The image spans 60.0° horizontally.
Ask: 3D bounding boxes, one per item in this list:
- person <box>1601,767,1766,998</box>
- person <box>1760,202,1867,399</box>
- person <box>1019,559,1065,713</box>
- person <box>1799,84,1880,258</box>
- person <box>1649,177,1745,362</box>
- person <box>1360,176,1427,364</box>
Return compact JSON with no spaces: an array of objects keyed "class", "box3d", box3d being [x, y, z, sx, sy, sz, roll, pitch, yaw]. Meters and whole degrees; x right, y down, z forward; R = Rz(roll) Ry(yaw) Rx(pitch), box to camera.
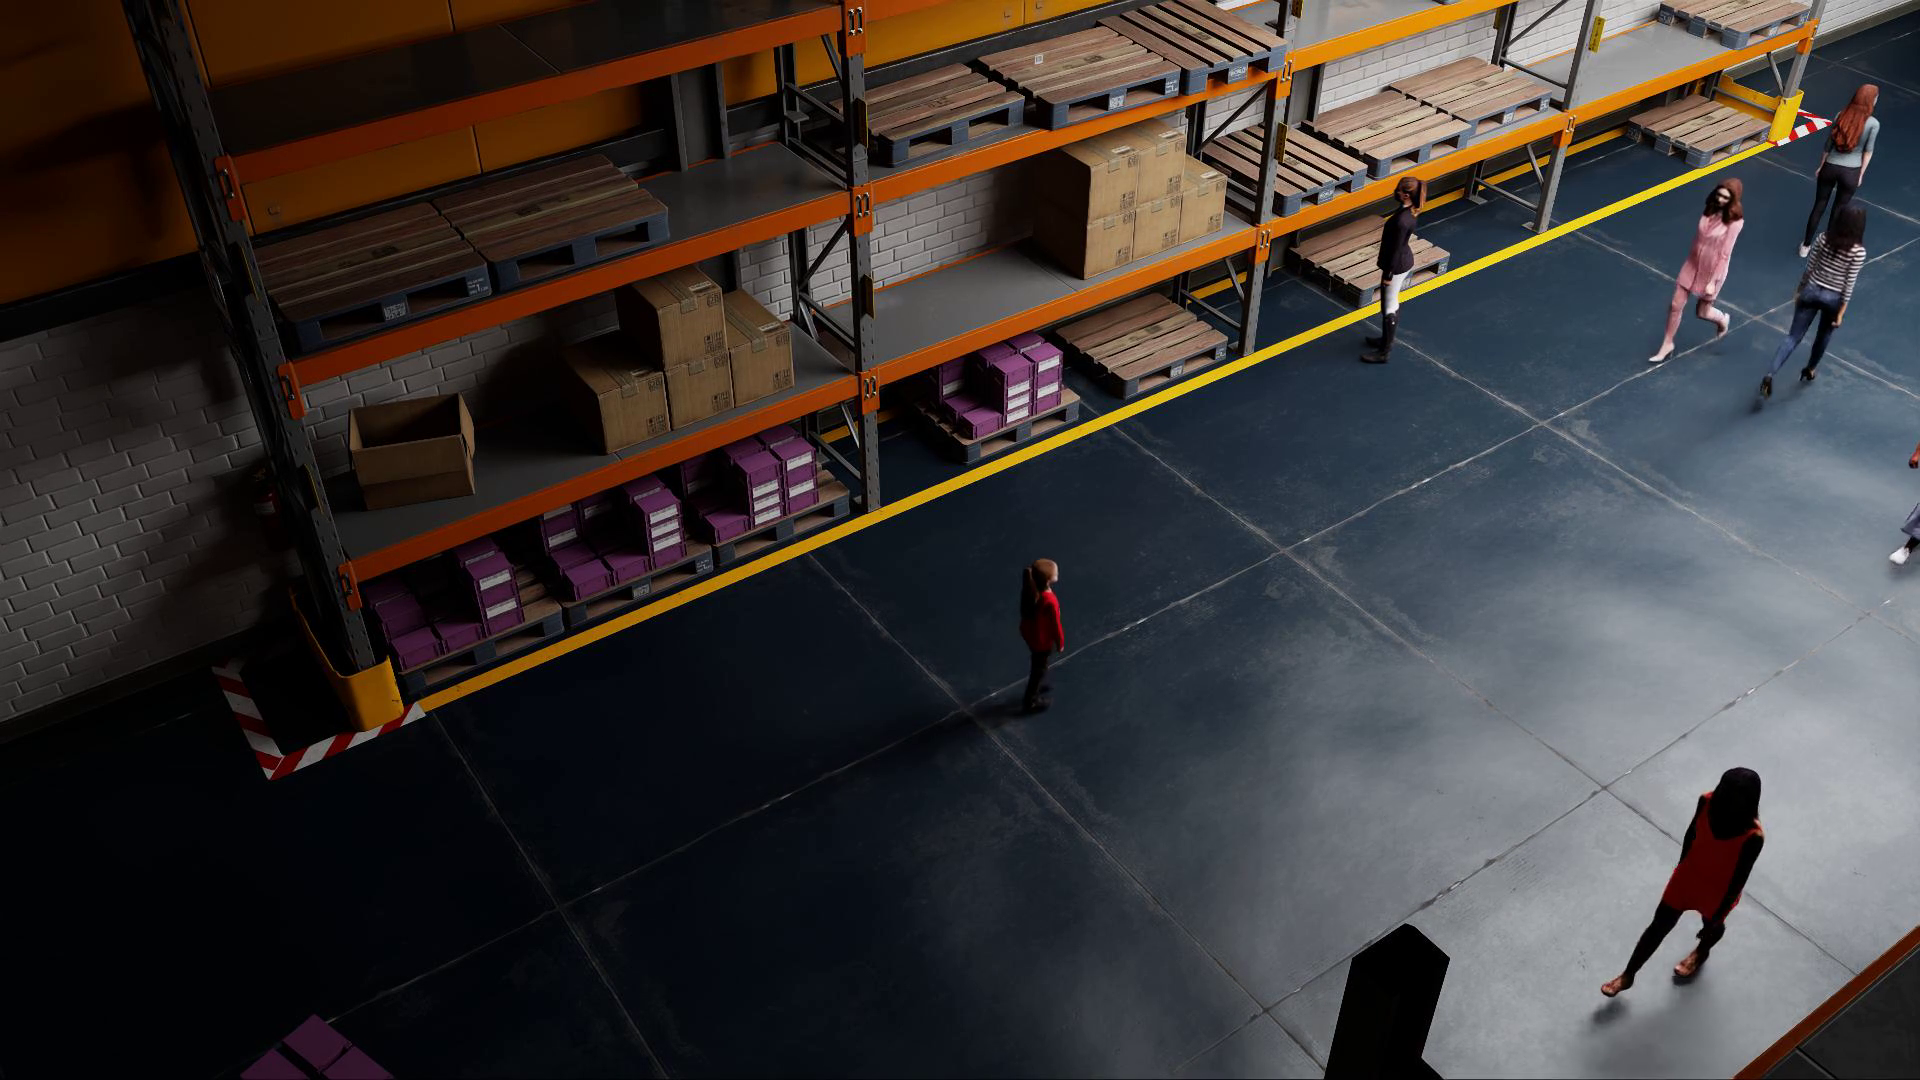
[{"class":"person","box3d":[4.200,1.861,9.196,1.005,1.682,0.594,-25,45,-28]},{"class":"person","box3d":[7.119,-1.936,13.897,1.145,1.747,0.684,-28,47,-31]},{"class":"person","box3d":[0.479,0.649,11.040,0.549,1.274,0.531,-18,42,-21]},{"class":"person","box3d":[8.388,-3.495,15.853,0.622,1.742,0.610,28,47,31]},{"class":"person","box3d":[6.502,-2.312,14.353,1.058,1.767,0.694,-16,41,-19]},{"class":"person","box3d":[3.772,-2.350,14.431,0.713,1.729,0.634,12,40,14]}]
